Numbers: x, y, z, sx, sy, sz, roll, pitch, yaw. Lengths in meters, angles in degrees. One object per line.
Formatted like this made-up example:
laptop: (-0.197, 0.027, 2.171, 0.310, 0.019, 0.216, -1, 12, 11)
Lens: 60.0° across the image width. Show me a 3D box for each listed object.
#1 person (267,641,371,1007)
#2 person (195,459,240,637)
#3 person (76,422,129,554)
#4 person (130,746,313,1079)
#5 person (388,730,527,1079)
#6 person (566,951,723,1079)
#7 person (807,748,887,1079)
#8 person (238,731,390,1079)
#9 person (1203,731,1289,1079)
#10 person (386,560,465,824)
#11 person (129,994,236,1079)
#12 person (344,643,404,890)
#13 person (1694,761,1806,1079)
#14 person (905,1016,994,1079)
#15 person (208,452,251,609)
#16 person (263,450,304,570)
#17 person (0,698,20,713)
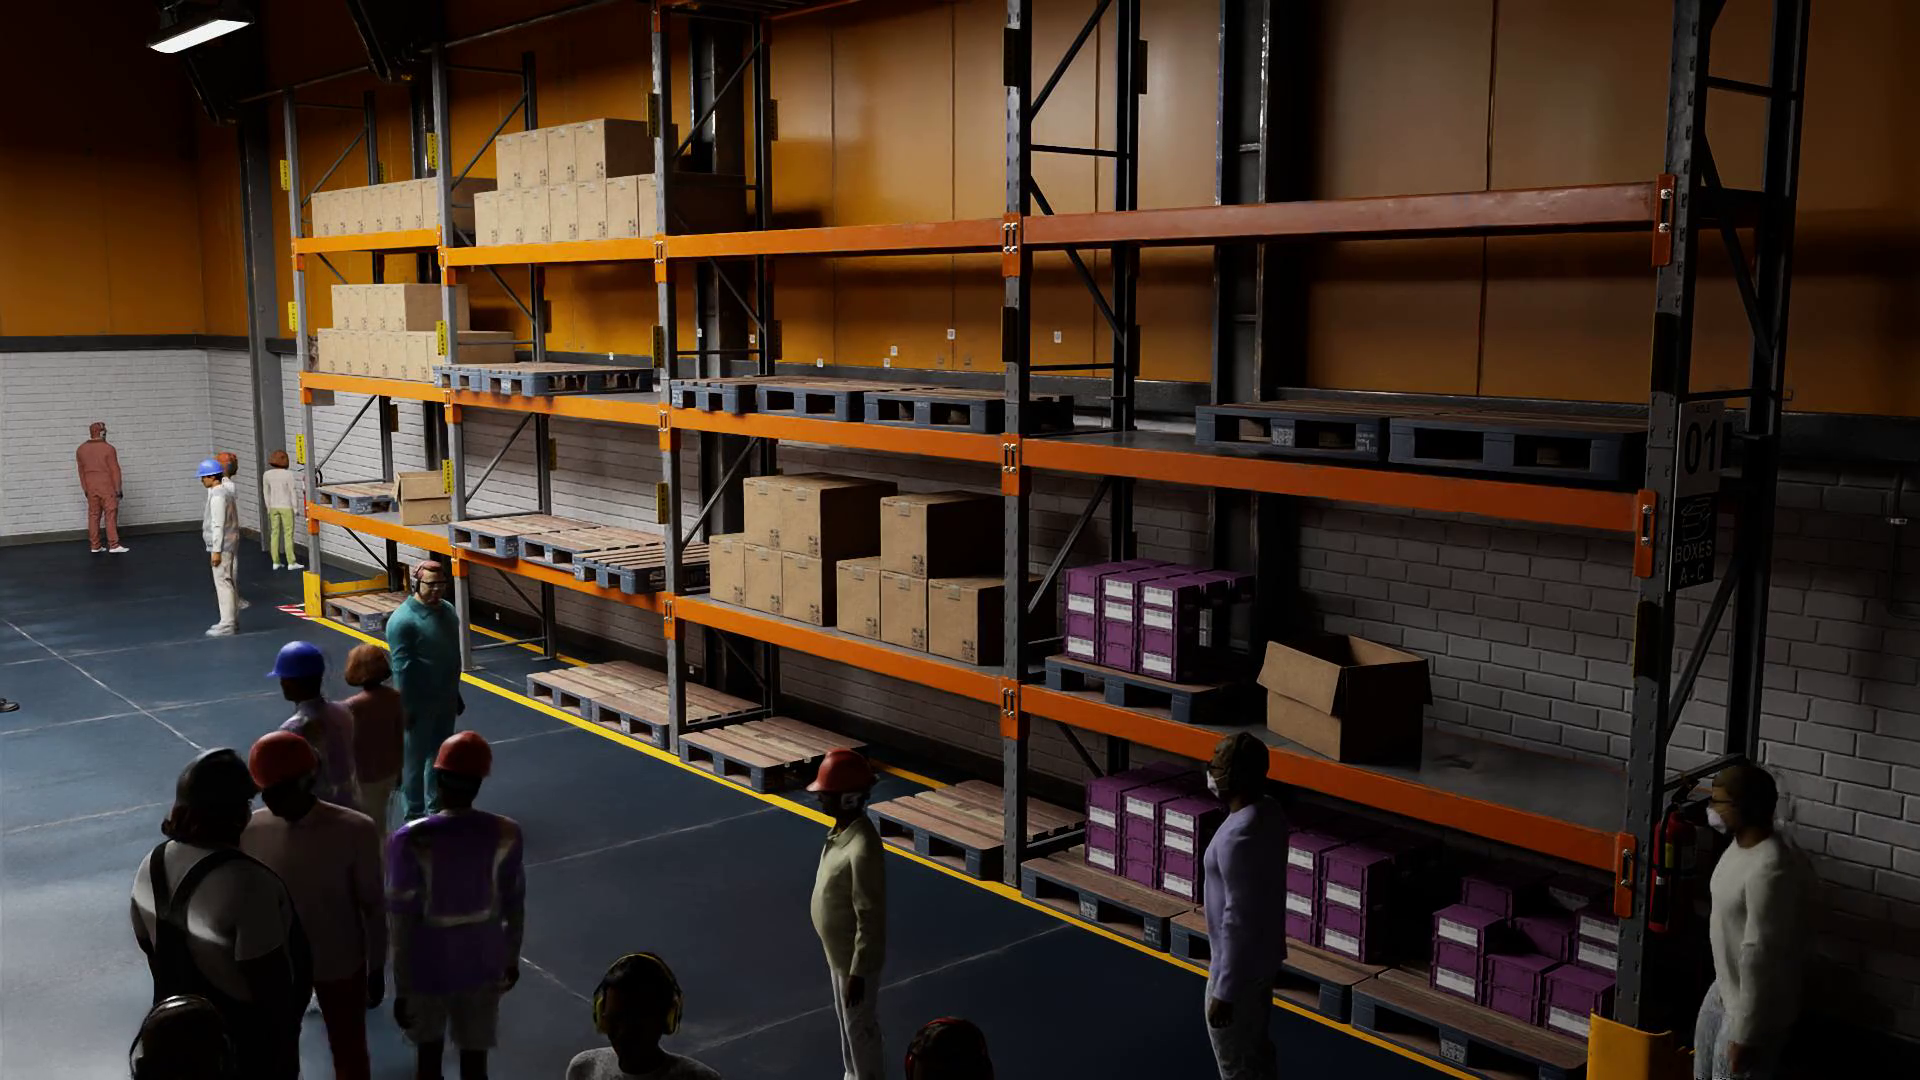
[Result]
person: (-3.322, 1.469, 8.518, 0.573, 1.924, 0.641, 1, 8, 8)
person: (-8.096, 0.079, 18.190, 0.419, 1.933, 0.615, -3, 9, -19)
person: (-12.379, -0.750, 24.022, 0.643, 1.909, 0.410, 2, 8, 11)
person: (-2.666, 1.753, 6.160, 0.684, 2.000, 0.538, 4, 9, 27)
person: (-2.037, 1.742, 6.792, 0.575, 1.877, 0.700, -4, 9, -27)
person: (-0.889, 2.053, 4.654, 0.514, 1.876, 0.328, 2, 8, 13)
person: (-0.486, 1.751, 7.159, 0.327, 1.753, 0.562, -2, 8, -14)
person: (-2.623, 1.712, 6.705, 0.622, 1.968, 0.500, 0, 8, -3)
person: (1.133, 1.723, 6.721, 0.358, 1.938, 0.635, 3, 9, 21)
person: (-3.584, 1.080, 11.317, 0.400, 1.905, 0.643, 3, 9, 19)
person: (-1.926, 2.104, 4.219, 0.648, 1.911, 0.569, -4, 9, -24)
person: (-3.449, 1.419, 9.933, 0.582, 1.616, 0.512, 2, 8, 13)
person: (3.121, 1.796, 6.358, 0.708, 1.915, 0.627, 2, 8, 14)
person: (-0.031, 2.109, 4.370, 0.569, 1.840, 0.373, -1, 8, -5)
person: (-8.673, -0.103, 19.677, 0.600, 1.878, 0.423, 8, 11, 44)
person: (-9.201, -0.407, 22.583, 0.498, 1.633, 0.278, 2, 8, 14)
person: (-8.653, 0.570, 14.736, 0.542, 1.939, 0.359, 8, 11, 43)
